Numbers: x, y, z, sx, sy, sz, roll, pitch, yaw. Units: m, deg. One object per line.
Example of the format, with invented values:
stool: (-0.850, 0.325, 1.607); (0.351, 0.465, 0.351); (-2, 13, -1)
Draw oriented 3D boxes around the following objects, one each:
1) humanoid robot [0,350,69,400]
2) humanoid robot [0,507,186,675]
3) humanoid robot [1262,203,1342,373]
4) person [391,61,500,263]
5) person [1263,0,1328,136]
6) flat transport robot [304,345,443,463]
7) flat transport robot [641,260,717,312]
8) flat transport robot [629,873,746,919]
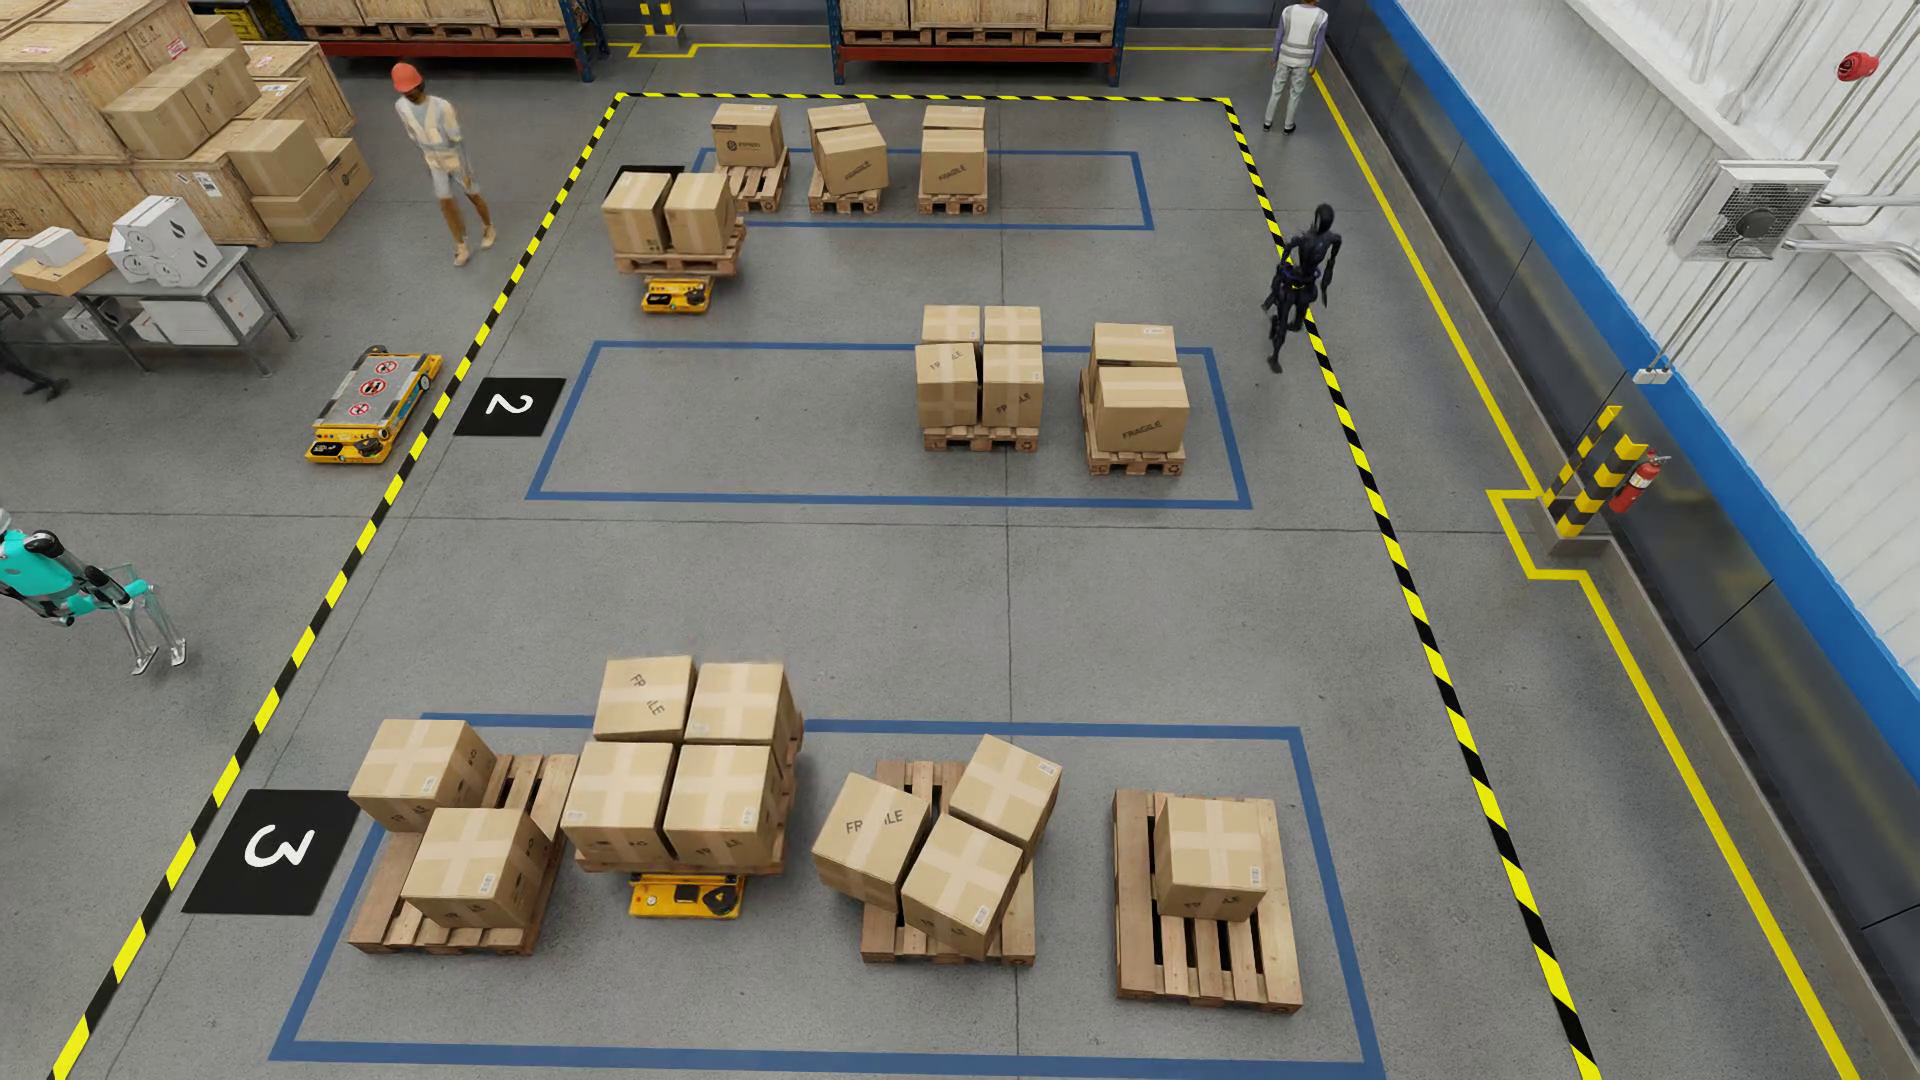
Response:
humanoid robot: (-8.756, -1.934, 8.101); (0.548, 1.630, 0.613); (-34, 57, -25)
humanoid robot: (-5.811, 0.254, 6.105); (0.533, 1.673, 0.735); (-11, 51, -10)
humanoid robot: (3.097, -2.370, 8.459); (0.604, 1.632, 0.611); (-7, 50, -6)
person: (-5.340, -3.911, 9.523); (0.614, 2.041, 0.424); (0, 50, 0)
person: (4.183, -6.003, 11.422); (0.585, 1.832, 0.403); (21, 53, 17)
flat transport robot: (-5.383, -1.269, 8.441); (0.659, 0.231, 1.431); (1, 50, 1)
flat transport robot: (-2.942, -2.963, 9.856); (0.652, 0.197, 1.431); (1, 50, 1)
flat transport robot: (-1.652, 1.681, 5.927); (0.652, 0.197, 1.431); (1, 50, 1)
